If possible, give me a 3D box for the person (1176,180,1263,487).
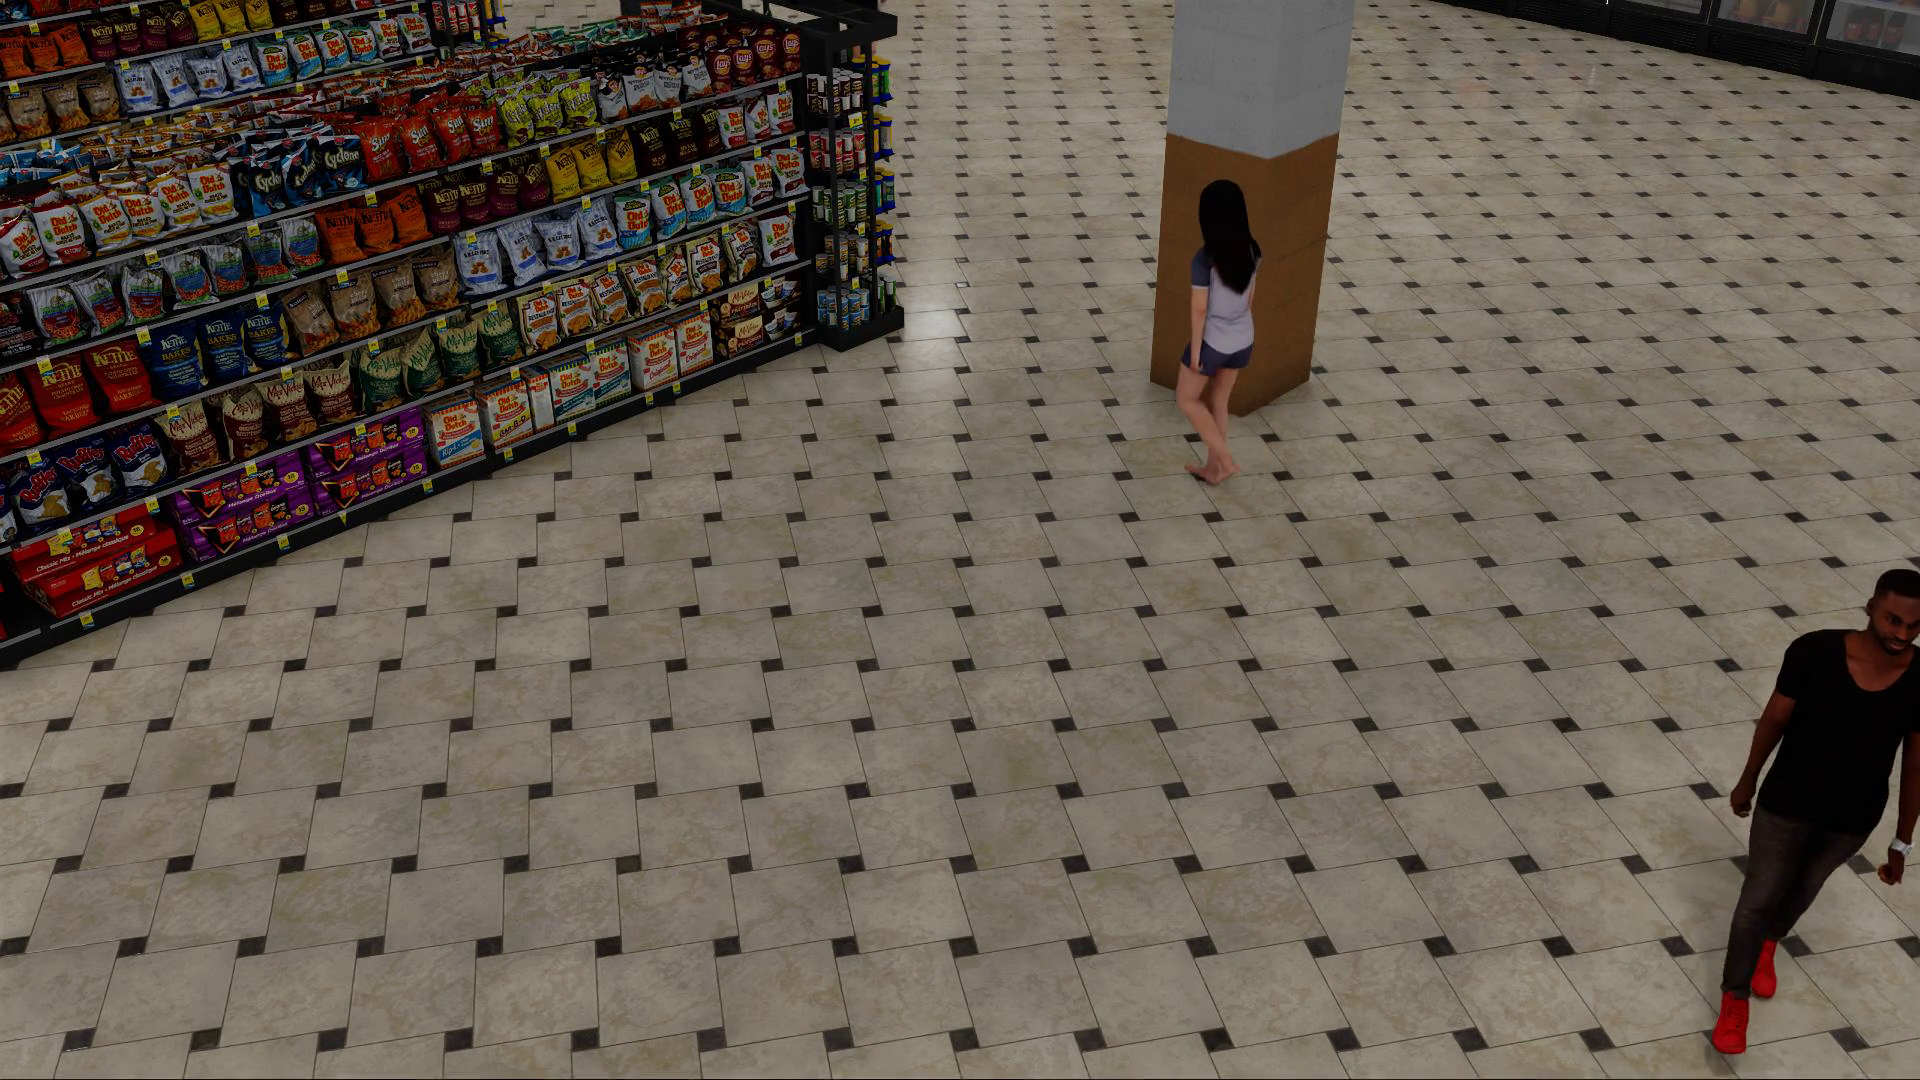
[{"bbox_3d":[1.397,-0.996,8.622,0.687,1.689,0.729,-20,37,-29],"label":"person"}]

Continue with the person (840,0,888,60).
[{"bbox_3d":[-0.902,-4.833,14.818,0.987,1.658,1.028,-5,32,-8],"label":"person"}]

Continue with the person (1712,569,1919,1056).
[{"bbox_3d":[2.903,0.825,5.604,0.925,1.786,1.081,12,34,18],"label":"person"}]
